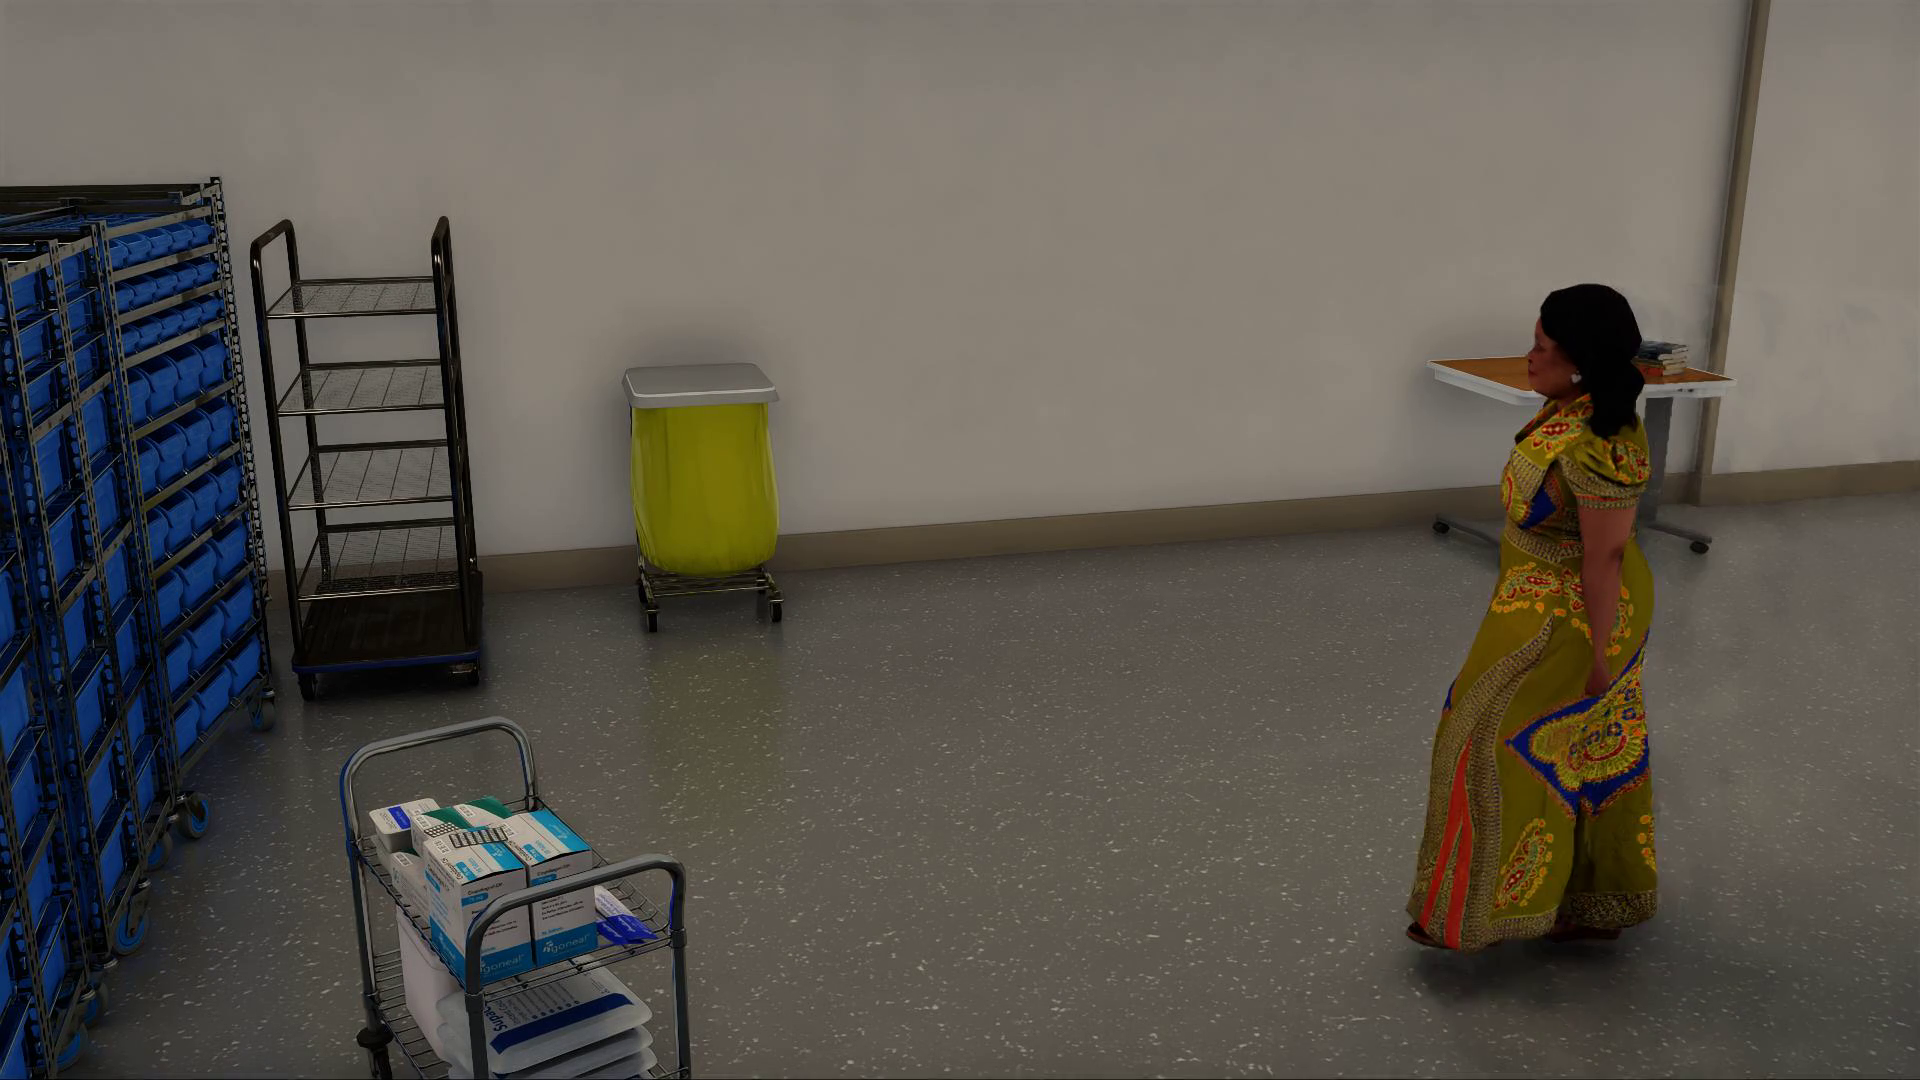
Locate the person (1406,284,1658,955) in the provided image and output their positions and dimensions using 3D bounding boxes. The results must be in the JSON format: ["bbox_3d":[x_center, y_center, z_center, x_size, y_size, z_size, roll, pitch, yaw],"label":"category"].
[{"bbox_3d":[1.528,0.227,3.941,1.044,1.642,0.996,5,16,17],"label":"person"}]
